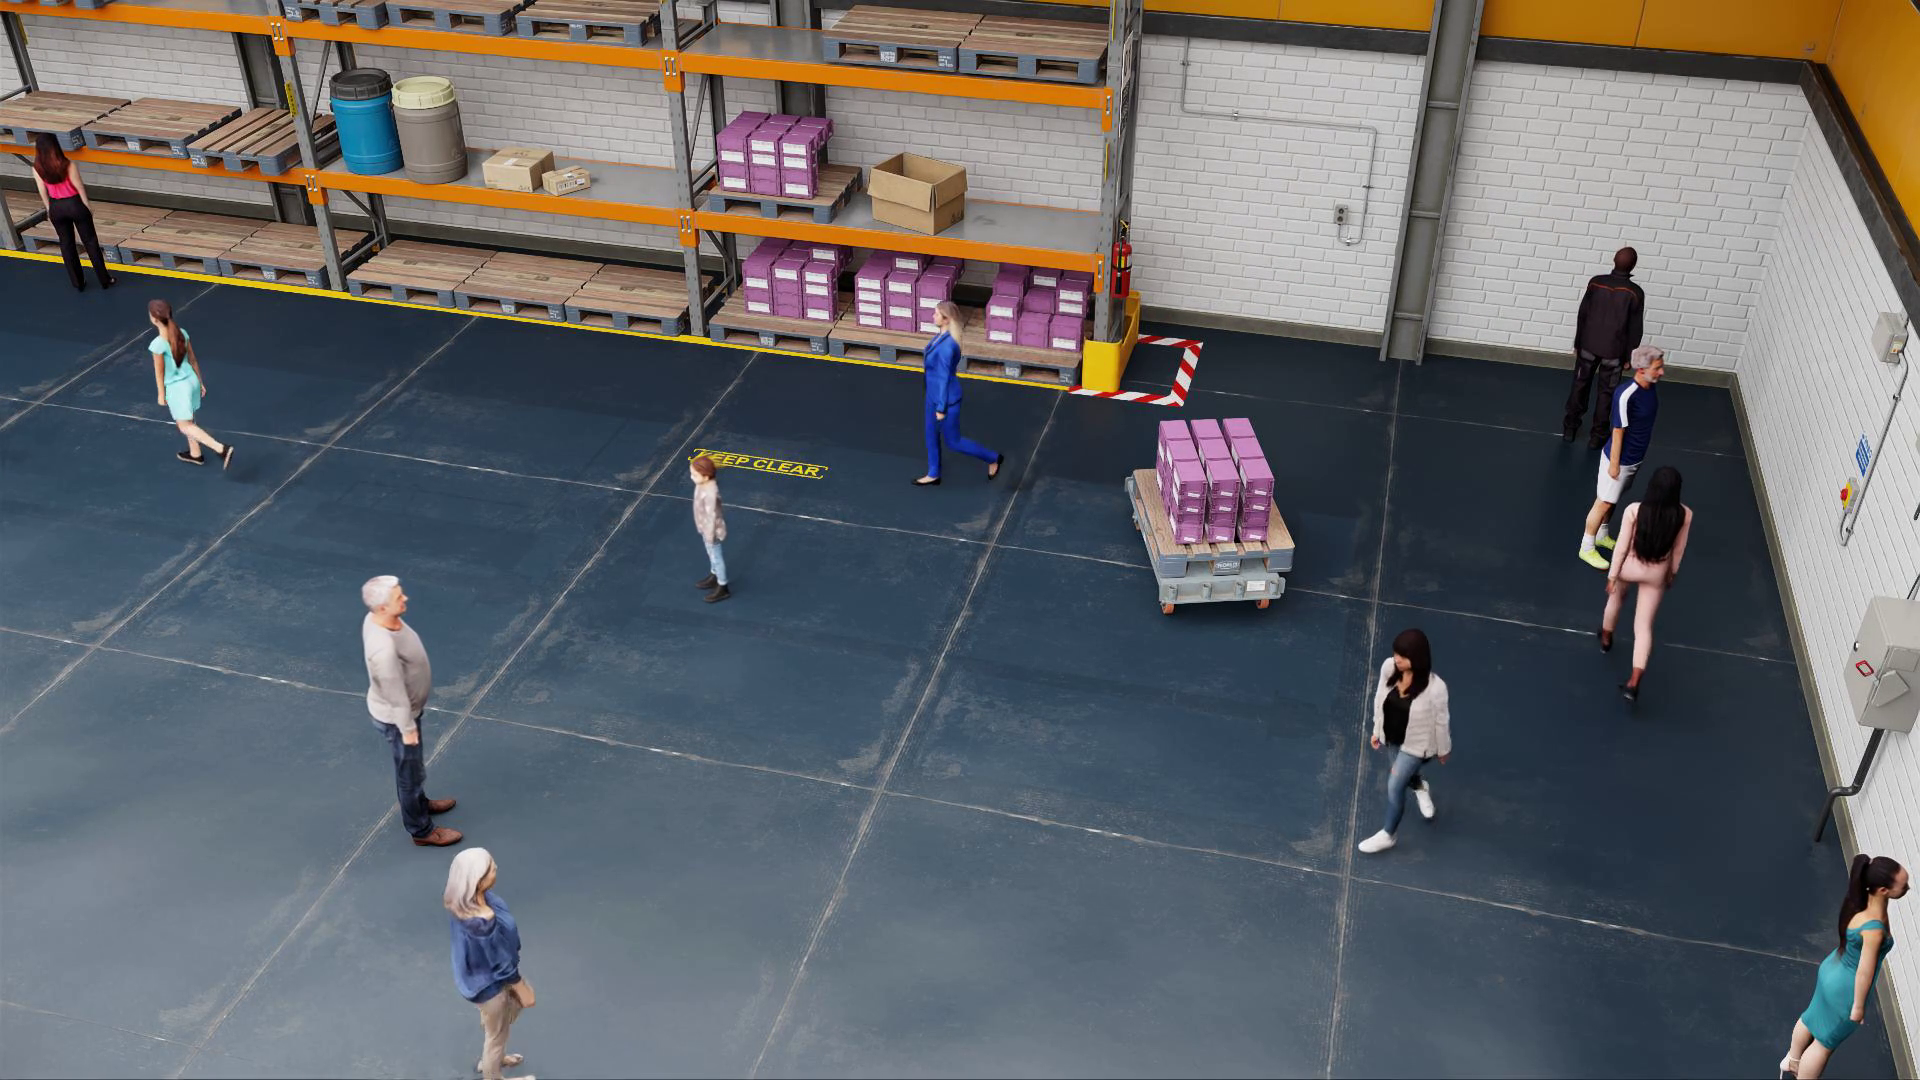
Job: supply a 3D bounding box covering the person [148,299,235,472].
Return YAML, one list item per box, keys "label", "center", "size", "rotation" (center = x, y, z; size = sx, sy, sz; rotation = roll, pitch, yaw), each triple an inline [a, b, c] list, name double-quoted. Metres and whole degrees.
- label: "person"
  center: [-6.413, -1.250, 13.807]
  size: [0.925, 1.541, 0.580]
  rotation: [11, 35, 16]

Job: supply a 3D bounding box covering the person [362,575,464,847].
- label: "person"
  center: [-3.385, 1.022, 10.056]
  size: [0.842, 1.910, 0.831]
  rotation: [-10, 35, -15]

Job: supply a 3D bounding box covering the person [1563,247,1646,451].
- label: "person"
  center: [5.478, -1.648, 14.150]
  size: [0.698, 1.825, 0.851]
  rotation: [24, 40, 31]

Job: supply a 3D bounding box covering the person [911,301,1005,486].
- label: "person"
  center: [-0.027, -1.139, 13.520]
  size: [1.091, 1.673, 0.861]
  rotation: [-3, 34, -5]

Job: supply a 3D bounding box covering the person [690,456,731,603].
- label: "person"
  center: [-1.849, -0.107, 12.401]
  size: [0.608, 1.194, 0.568]
  rotation: [-12, 35, -17]

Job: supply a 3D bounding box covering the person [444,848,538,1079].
- label: "person"
  center: [-2.466, 2.254, 8.403]
  size: [0.787, 1.688, 0.731]
  rotation: [-16, 37, -23]

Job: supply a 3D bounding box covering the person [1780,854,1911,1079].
- label: "person"
  center: [4.475, 2.247, 8.415]
  size: [0.481, 1.686, 0.539]
  rotation: [9, 35, 13]

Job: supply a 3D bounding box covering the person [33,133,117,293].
- label: "person"
  center: [-8.996, -3.318, 16.812]
  size: [0.586, 1.659, 0.713]
  rotation: [-5, 34, -8]

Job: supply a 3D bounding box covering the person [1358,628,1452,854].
- label: "person"
  center: [2.776, 1.171, 10.111]
  size: [1.006, 1.600, 0.982]
  rotation: [-27, 42, -34]

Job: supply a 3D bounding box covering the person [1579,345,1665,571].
- label: "person"
  center: [5.048, -0.663, 12.655]
  size: [0.715, 1.839, 0.720]
  rotation: [26, 42, 34]

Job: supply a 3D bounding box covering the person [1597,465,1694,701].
- label: "person"
  center: [4.667, 0.305, 11.339]
  size: [1.127, 1.682, 0.760]
  rotation: [5, 34, 8]
